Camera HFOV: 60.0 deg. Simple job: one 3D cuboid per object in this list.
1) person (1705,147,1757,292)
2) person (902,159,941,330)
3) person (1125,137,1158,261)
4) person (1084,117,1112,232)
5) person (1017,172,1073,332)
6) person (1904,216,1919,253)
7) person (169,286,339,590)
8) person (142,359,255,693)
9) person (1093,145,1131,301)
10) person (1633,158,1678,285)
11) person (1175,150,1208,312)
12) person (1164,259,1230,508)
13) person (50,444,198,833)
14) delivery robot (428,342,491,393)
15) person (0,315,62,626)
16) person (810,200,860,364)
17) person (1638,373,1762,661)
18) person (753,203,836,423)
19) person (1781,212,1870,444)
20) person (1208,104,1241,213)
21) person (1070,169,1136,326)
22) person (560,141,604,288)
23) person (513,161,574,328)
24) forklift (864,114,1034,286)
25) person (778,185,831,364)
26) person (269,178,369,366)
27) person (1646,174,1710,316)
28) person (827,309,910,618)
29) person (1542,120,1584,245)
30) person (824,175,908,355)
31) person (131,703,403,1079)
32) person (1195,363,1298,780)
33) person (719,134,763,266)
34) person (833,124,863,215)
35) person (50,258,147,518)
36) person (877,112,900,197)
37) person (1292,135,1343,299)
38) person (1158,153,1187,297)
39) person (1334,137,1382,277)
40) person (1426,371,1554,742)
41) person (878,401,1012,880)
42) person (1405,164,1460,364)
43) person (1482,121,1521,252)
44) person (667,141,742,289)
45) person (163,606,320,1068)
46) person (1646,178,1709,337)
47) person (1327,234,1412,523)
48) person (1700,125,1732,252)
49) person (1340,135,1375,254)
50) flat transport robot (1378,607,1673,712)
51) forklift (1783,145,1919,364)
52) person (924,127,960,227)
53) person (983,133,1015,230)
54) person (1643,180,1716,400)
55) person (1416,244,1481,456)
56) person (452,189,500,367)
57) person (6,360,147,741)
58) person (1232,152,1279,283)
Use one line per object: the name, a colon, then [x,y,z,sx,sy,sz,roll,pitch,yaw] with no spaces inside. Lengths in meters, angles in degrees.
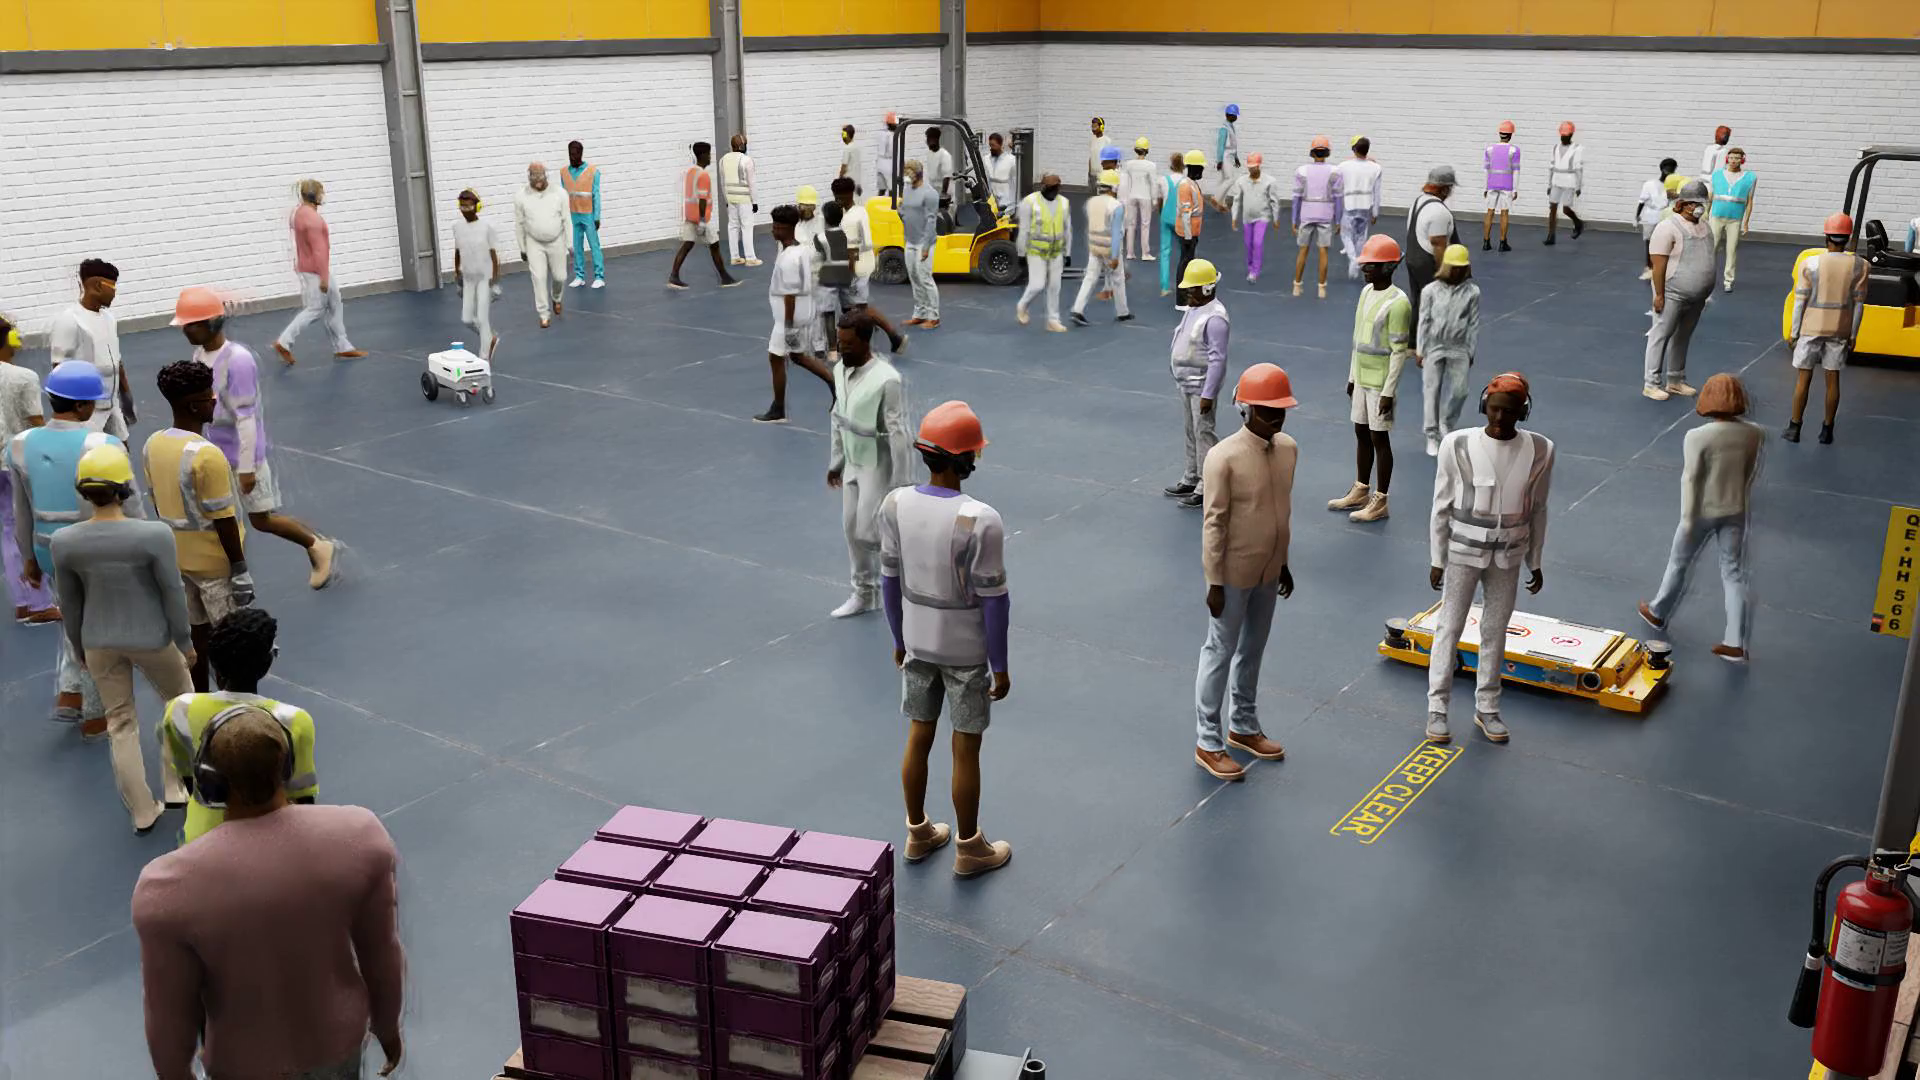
person: [9.938,-4.146,21.538,0.567,1.847,0.389,10,20,28]
person: [-0.462,-3.371,18.993,0.376,1.925,0.645,-12,22,-34]
person: [2.631,-4.948,24.172,0.525,1.772,0.305,12,21,33]
person: [2.263,-5.948,27.160,0.311,1.860,0.503,-14,23,-37]
person: [0.920,-3.241,18.764,0.665,1.815,0.584,-10,20,-28]
person: [10.562,-2.957,18.156,0.310,1.638,0.523,-14,23,-38]
person: [-4.302,-0.557,10.056,0.603,2.013,0.862,12,22,34]
person: [-3.657,0.090,8.095,0.606,1.966,0.367,12,21,33]
person: [1.932,-3.987,20.911,0.550,1.934,0.613,-10,20,-28]
person: [9.250,-4.227,22.097,0.565,1.640,0.870,12,21,33]
person: [2.786,-3.738,20.129,0.360,1.929,0.587,4,18,14]
person: [1.740,-1.147,12.194,0.403,1.826,0.586,-3,18,-10]
person: [-3.659,0.430,7.362,0.546,1.751,0.450,-3,18,-9]
delivery robot: [-4.669,-1.600,15.512,0.477,0.478,0.707,-14,23,-37]
person: [-5.593,-0.406,9.865,0.576,1.843,0.439,4,18,11]
person: [-1.291,-2.669,17.220,0.551,1.661,0.577,-8,19,-24]
person: [4.280,-0.153,9.463,0.508,1.590,0.843,-3,18,-8]
person: [-1.419,-1.981,14.615,0.807,1.942,0.615,2,18,7]
person: [7.246,-1.767,13.948,0.544,1.939,0.353,5,18,16]
person: [4.803,-6.829,29.810,0.453,1.925,0.605,6,19,18]
person: [1.643,-3.364,19.195,0.938,1.791,0.603,-14,23,-38]
person: [-4.947,-4.271,21.838,0.584,1.910,0.389,6,19,18]
person: [-4.815,-3.446,19.274,0.649,1.891,0.676,-6,19,-17]
forklift: [-0.171,-4.594,22.377,2.313,2.155,1.214,1,18,3]
person: [-1.578,-2.738,17.162,0.599,1.830,0.404,-6,19,-17]
person: [-6.676,-2.743,17.065,0.922,1.912,0.640,-10,20,-27]
person: [8.495,-3.434,19.538,0.552,1.699,0.667,-12,22,-34]
person: [-0.493,-0.453,9.908,0.541,1.897,0.623,-11,21,-32]
person: [9.425,-5.541,25.807,0.702,1.909,0.567,-13,22,-35]
person: [-0.994,-2.839,17.356,0.904,1.915,0.664,3,18,10]
person: [-1.708,1.339,4.272,0.639,1.919,0.771,-15,23,-38]
person: [1.380,0.139,7.894,0.613,1.995,0.390,-15,23,-38]
person: [-3.112,-4.833,23.697,0.626,1.844,0.429,12,21,33]
person: [-1.786,-5.498,25.805,0.751,1.829,0.490,3,18,9]
person: [-5.958,-0.941,11.402,0.369,1.928,0.739,2,18,7]
person: [-1.209,-6.176,27.824,0.496,1.898,0.594,-8,20,-24]
person: [4.503,-4.073,21.015,0.620,2.033,0.406,5,18,16]
person: [2.788,-4.056,21.366,0.495,1.783,0.957,6,19,17]
person: [5.380,-4.476,22.494,0.598,1.895,0.691,1,18,2]
person: [2.601,0.091,8.224,0.572,1.885,0.358,0,18,1]
person: [-0.042,0.425,6.924,0.607,2.044,0.375,12,21,33]
person: [4.882,-2.852,17.176,0.535,2.000,0.690,-2,18,-7]
person: [8.167,-5.334,25.109,0.545,1.938,0.359,12,21,33]
person: [-3.419,-4.231,21.714,1.016,1.914,0.620,-11,21,-31]
person: [-2.416,1.038,5.647,0.534,1.650,0.894,0,18,-1]
person: [7.960,-3.113,18.439,0.522,1.769,0.310,12,21,32]
person: [2.926,-1.141,11.822,0.376,2.044,0.607,-5,18,-15]
person: [11.386,-5.297,25.100,0.420,1.875,0.594,-1,18,-4]
person: [5.908,-5.139,24.810,0.515,1.752,0.375,-1,18,-5]
flat transport robot: [3.130,0.604,9.227,1.431,0.197,0.652,12,21,33]
forklift: [9.803,-2.879,17.013,2.313,2.155,1.214,12,21,33]
person: [-0.310,-5.152,24.620,1.039,1.880,0.617,-13,22,-35]
person: [0.708,-5.054,24.415,1.035,1.844,0.573,-16,24,-40]
person: [6.781,-2.335,15.559,0.684,2.000,0.538,-9,20,-27]
person: [3.976,-1.550,13.602,0.499,1.735,0.352,2,18,5]
person: [-4.841,-2.617,16.776,0.525,1.845,0.540,4,18,14]
person: [-4.351,0.062,8.271,0.607,1.917,0.465,3,18,10]
person: [3.909,-4.286,22.177,0.580,1.712,0.812,9,20,27]
